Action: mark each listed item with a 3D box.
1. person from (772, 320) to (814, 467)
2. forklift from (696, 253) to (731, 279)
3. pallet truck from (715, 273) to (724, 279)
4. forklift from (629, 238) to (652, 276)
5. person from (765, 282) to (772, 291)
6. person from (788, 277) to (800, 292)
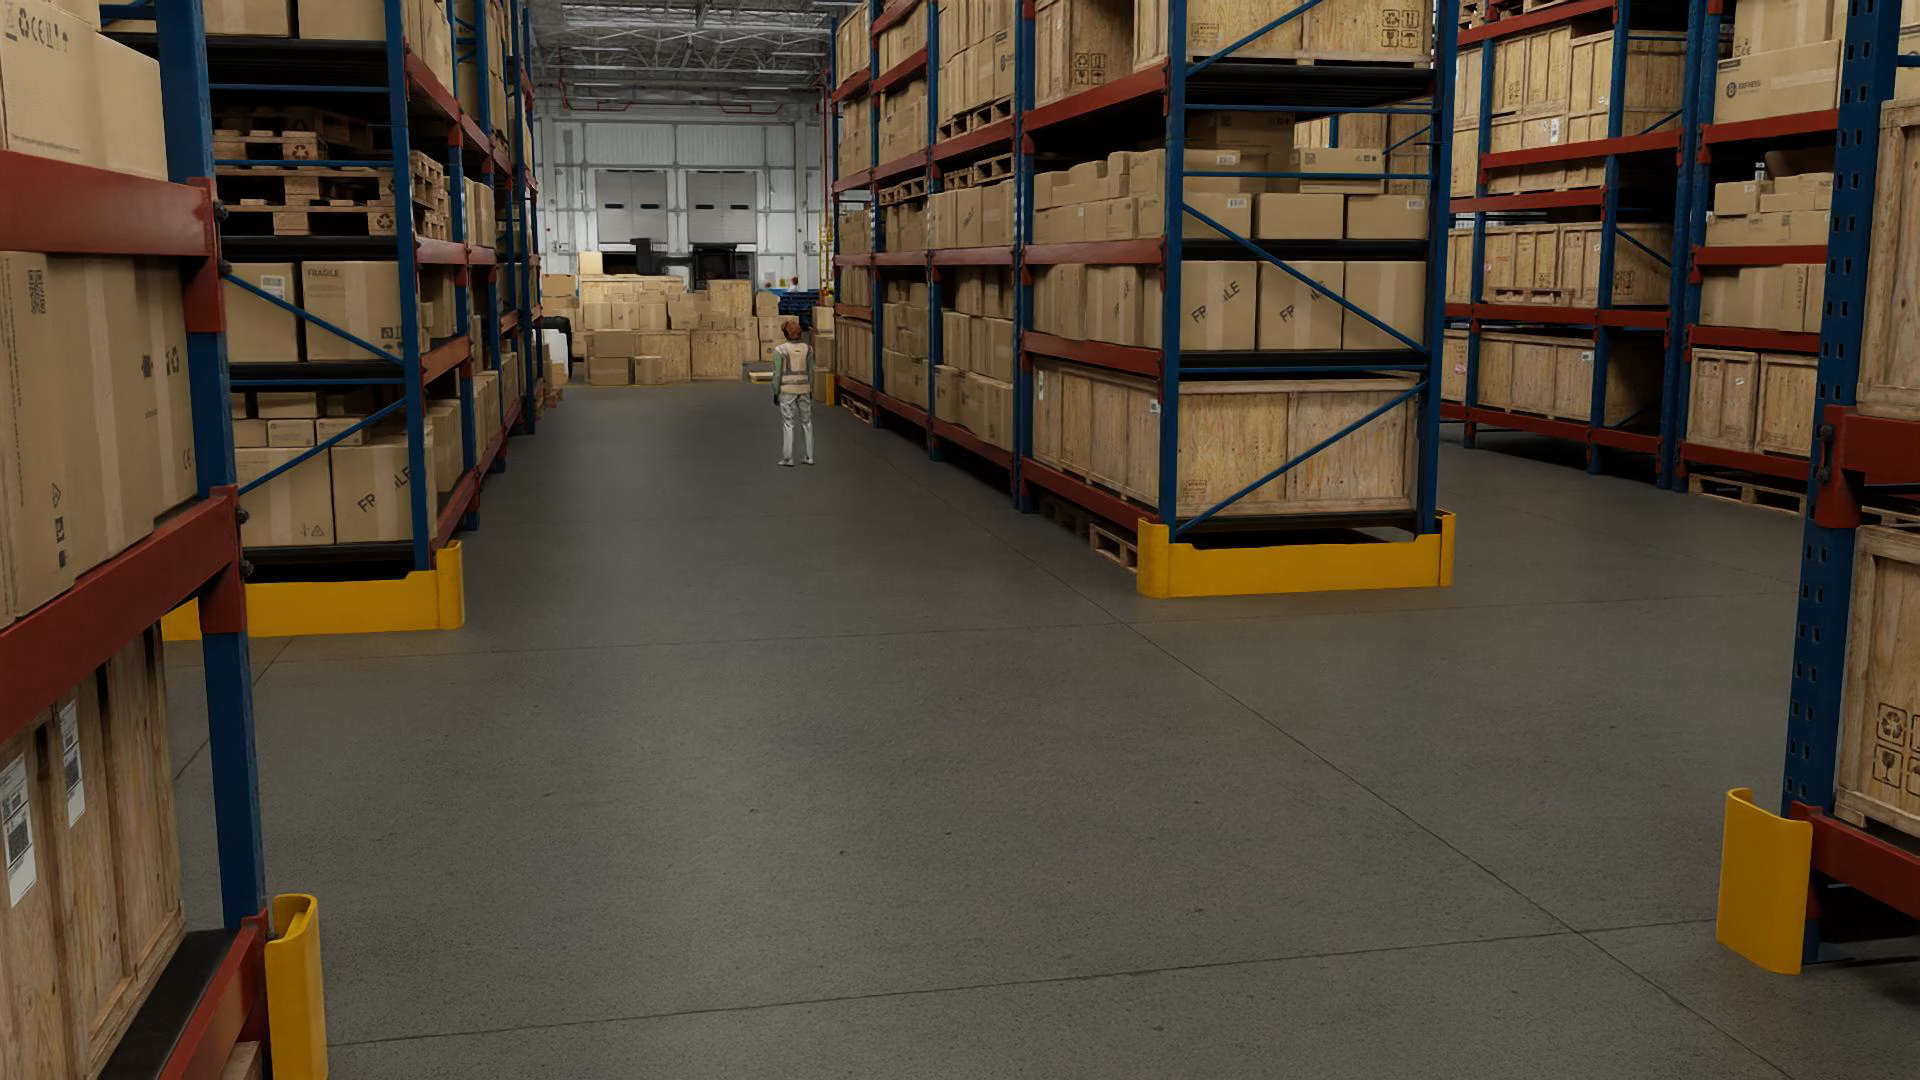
[{"bbox_3d":[-1.859,-1.634,18.595,0.514,1.632,0.314,-7,12,-36],"label":"person"},{"bbox_3d":[-6.419,-6.333,43.424,1.129,2.768,1.873,-2,10,-12],"label":"forklift"},{"bbox_3d":[-8.580,-8.986,62.280,1.885,1.965,0.823,1,9,5],"label":"pallet truck"},{"bbox_3d":[-6.727,-5.011,35.366,1.873,2.768,1.129,-2,10,-12],"label":"forklift"},{"bbox_3d":[-7.681,-9.572,66.981,0.386,1.622,0.538,-3,10,-19],"label":"person"},{"bbox_3d":[-6.064,-8.643,60.591,0.594,1.866,0.552,9,13,43],"label":"person"}]
